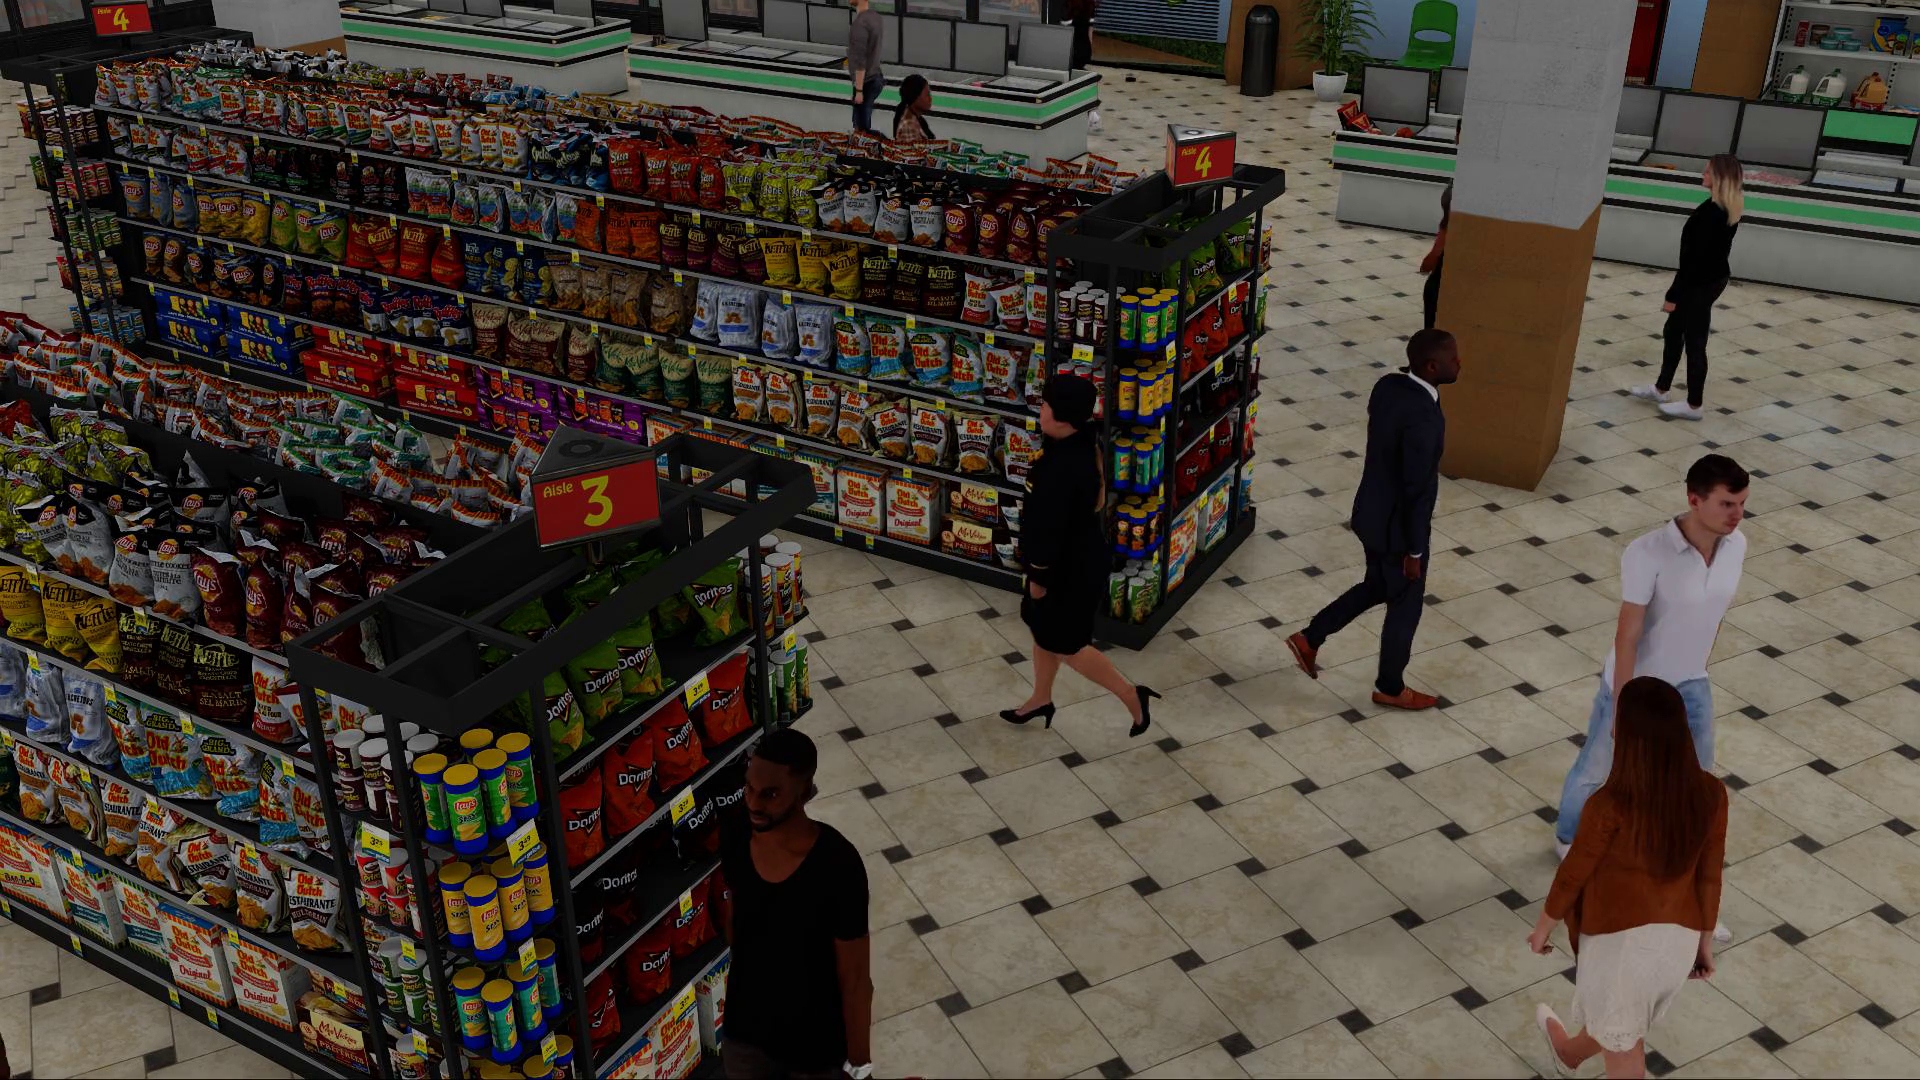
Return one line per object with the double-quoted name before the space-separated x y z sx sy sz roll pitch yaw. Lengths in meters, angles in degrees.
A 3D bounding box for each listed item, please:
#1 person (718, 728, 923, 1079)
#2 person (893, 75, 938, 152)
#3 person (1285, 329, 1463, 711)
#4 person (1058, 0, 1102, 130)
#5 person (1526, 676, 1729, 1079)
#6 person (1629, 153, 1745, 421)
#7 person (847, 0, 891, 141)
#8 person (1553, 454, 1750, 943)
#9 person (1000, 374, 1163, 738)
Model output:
"person" -0.396 1.273 4.581 1.016 1.784 0.731 16 31 28
"person" -0.399 -2.374 11.793 1.120 1.766 0.779 6 28 12
"person" 1.798 -0.058 7.183 1.072 1.804 0.972 -2 27 -4
"person" 1.234 -5.047 17.222 0.789 1.623 1.019 -23 35 -37
"person" 1.979 1.240 4.766 1.048 1.676 1.093 -5 27 -10
"person" 4.635 -1.518 10.204 0.746 1.676 0.685 19 33 33
"person" -0.765 -4.121 15.103 1.107 1.887 0.894 5 27 11
"person" 2.463 0.495 6.075 1.039 1.820 1.095 -6 27 -11
"person" 0.513 0.136 6.964 1.033 1.656 0.842 8 28 15
